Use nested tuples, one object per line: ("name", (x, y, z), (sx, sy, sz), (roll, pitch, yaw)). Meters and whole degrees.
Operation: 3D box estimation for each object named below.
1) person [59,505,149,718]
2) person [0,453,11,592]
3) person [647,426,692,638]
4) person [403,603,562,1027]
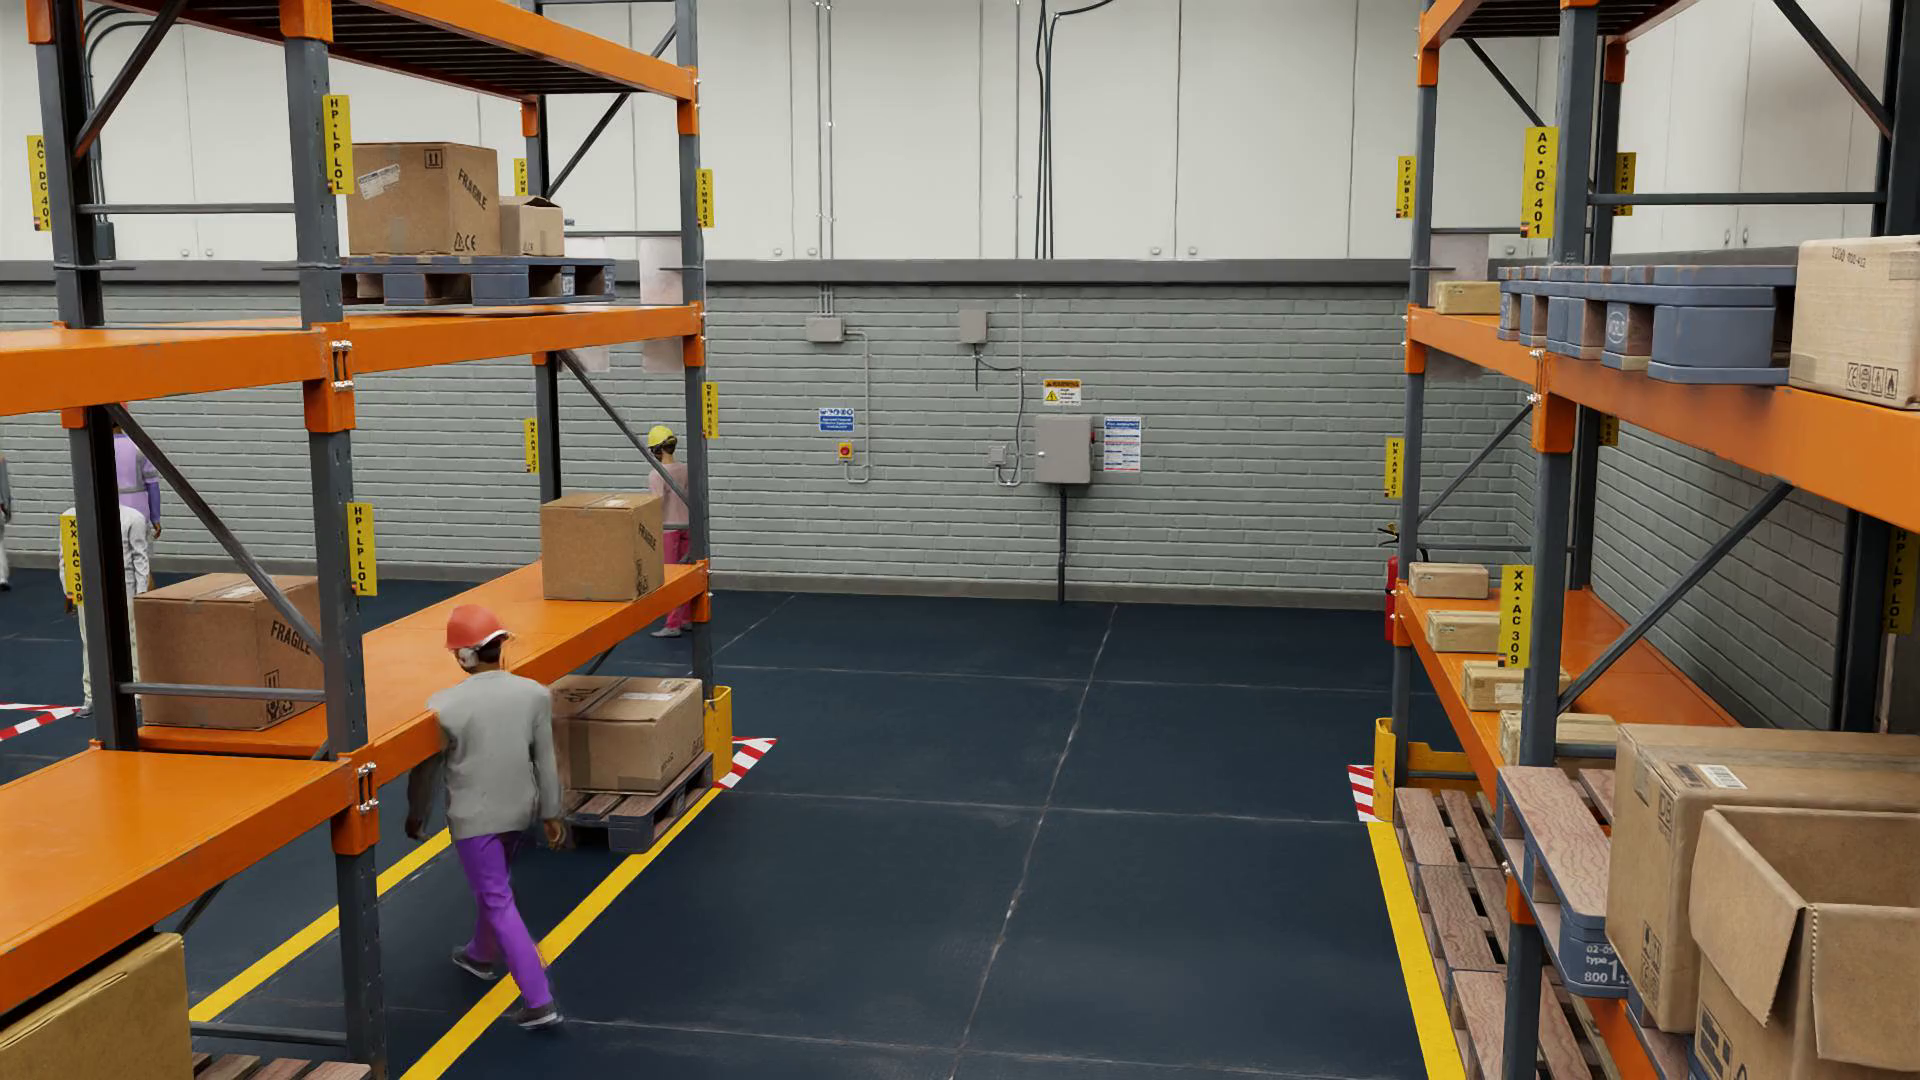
("person", (-5.820, 0.333, 11.317), (0.563, 1.753, 0.327), (-2, 9, -11))
("person", (-9.110, -0.270, 15.434), (0.517, 1.620, 0.384), (-8, 12, -40))
("person", (-2.422, -0.065, 13.778), (0.343, 1.757, 0.526), (4, 10, 22))
("person", (-1.923, 1.097, 6.795), (0.928, 1.701, 0.560), (7, 12, 37))
